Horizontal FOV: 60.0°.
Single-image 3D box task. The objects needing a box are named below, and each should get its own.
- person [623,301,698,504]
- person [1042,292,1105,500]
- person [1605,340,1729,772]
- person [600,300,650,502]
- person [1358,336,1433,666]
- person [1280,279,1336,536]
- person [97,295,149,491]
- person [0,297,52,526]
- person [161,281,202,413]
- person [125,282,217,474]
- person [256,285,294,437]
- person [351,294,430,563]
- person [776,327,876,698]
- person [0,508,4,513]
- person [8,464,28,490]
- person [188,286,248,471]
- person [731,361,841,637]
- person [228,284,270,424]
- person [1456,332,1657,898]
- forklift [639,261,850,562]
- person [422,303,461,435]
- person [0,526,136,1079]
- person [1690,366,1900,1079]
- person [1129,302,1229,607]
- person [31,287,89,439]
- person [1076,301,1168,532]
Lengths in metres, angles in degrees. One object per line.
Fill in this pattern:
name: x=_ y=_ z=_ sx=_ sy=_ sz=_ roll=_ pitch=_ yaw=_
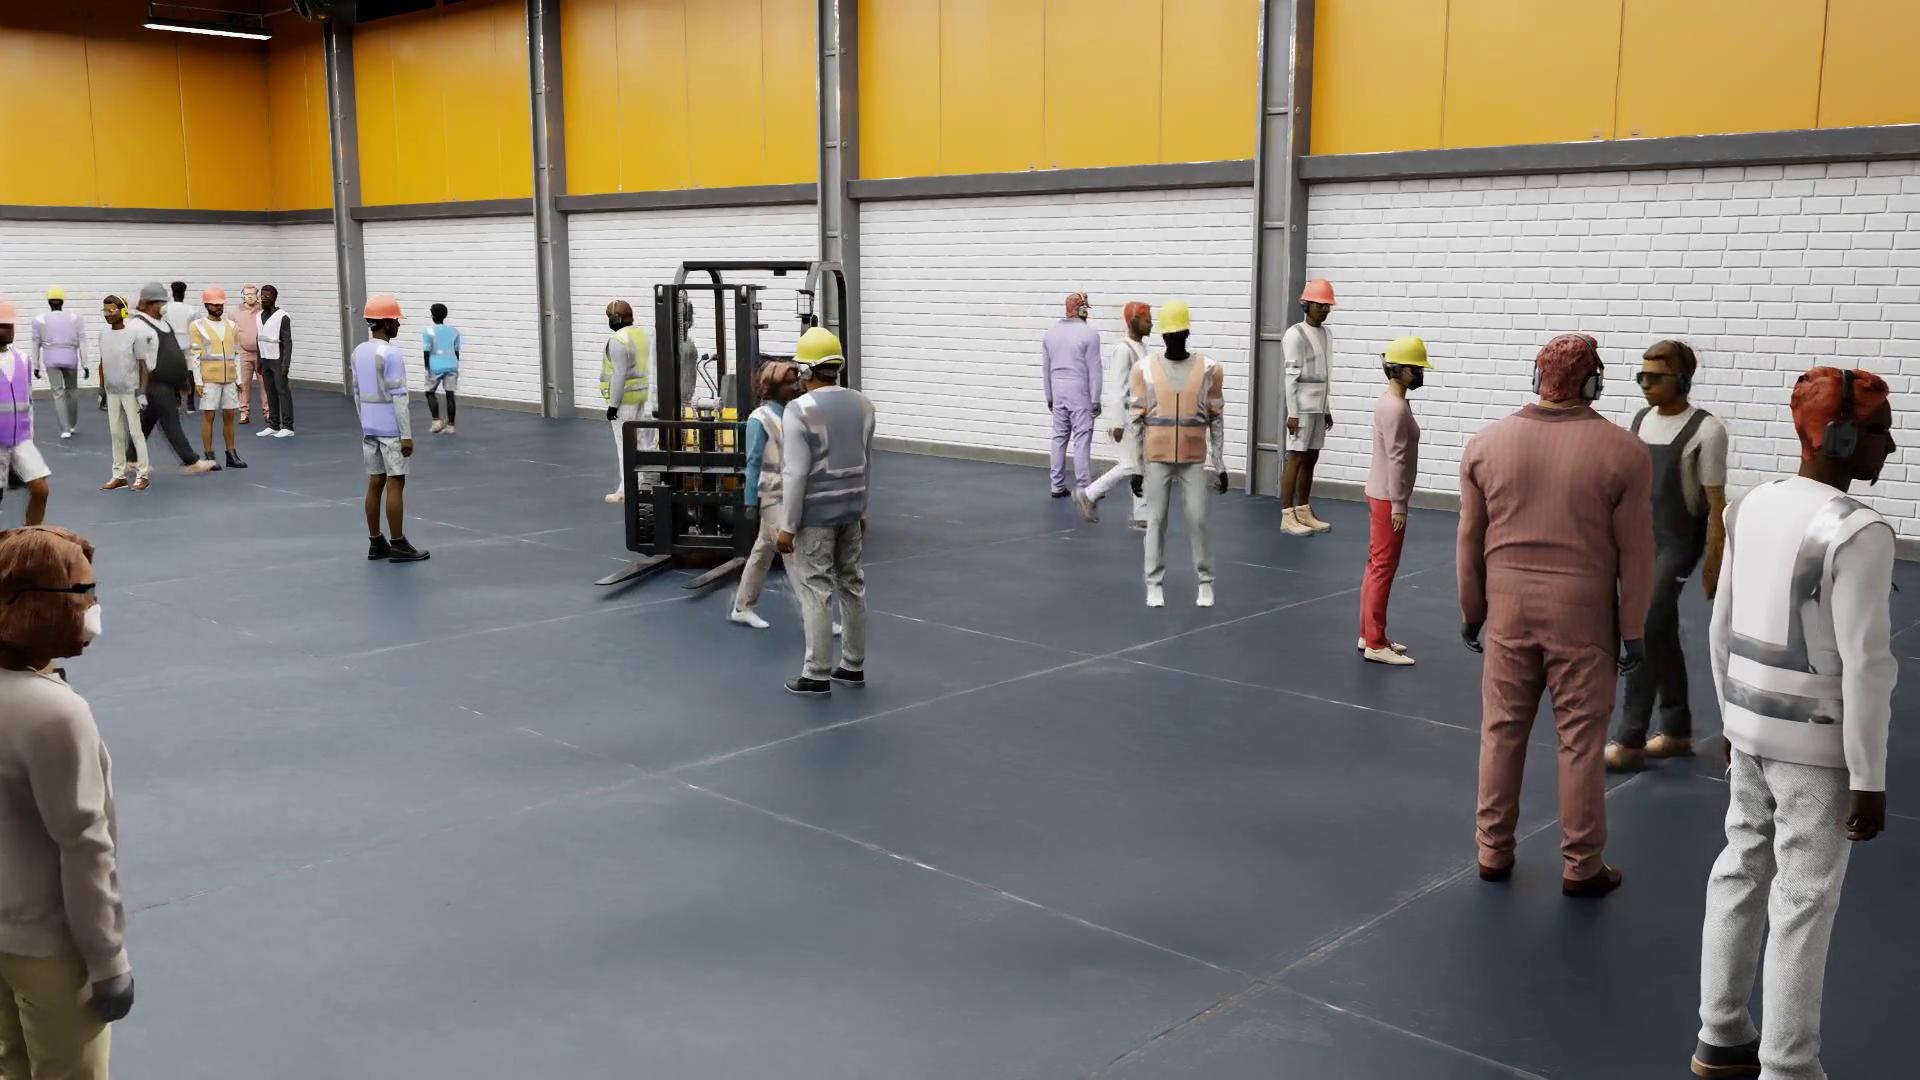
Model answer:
person: x=-2.503 y=-1.181 z=14.586 sx=0.992 sy=1.894 sz=0.624 roll=-5 pitch=11 yaw=-30
person: x=1.067 y=-1.322 z=15.329 sx=0.643 sy=1.908 sz=0.399 roll=9 pitch=13 yaw=43
person: x=2.891 y=0.068 z=7.069 sx=0.764 sy=1.815 sz=0.513 roll=-3 pitch=10 yaw=-17
person: x=-3.065 y=-1.263 z=15.187 sx=0.429 sy=1.838 sz=0.621 roll=2 pitch=9 yaw=12
person: x=2.355 y=-0.217 z=8.989 sx=0.322 sy=1.765 sz=0.533 roll=1 pitch=9 yaw=8
person: x=2.812 y=-1.055 z=13.282 sx=0.393 sy=2.040 sz=0.611 roll=8 pitch=12 yaw=41
person: x=-8.028 y=-1.403 z=15.930 sx=0.521 sy=1.874 sz=0.327 roll=1 pitch=9 yaw=9
person: x=-6.528 y=-0.691 z=11.387 sx=0.569 sy=1.921 sz=0.544 roll=5 pitch=10 yaw=26
person: x=-11.507 y=-2.850 z=24.580 sx=0.649 sy=1.942 sz=0.733 roll=-4 pitch=10 yaw=-21
person: x=-8.255 y=-1.688 z=17.159 sx=1.015 sy=2.000 sz=0.690 roll=-1 pitch=9 yaw=-6
person: x=-8.676 y=-2.261 z=21.045 sx=0.594 sy=1.921 sz=0.385 roll=5 pitch=11 yaw=30
person: x=-4.144 y=-0.803 z=12.050 sx=0.543 sy=1.939 sz=0.360 roll=7 pitch=12 yaw=37
person: x=-0.682 y=-0.134 z=8.268 sx=0.404 sy=1.835 sz=0.586 roll=8 pitch=12 yaw=41
person: x=-8.712 y=-1.043 z=14.536 sx=0.715 sy=1.606 sz=0.498 roll=2 pitch=9 yaw=10
person: x=-9.160 y=-1.388 z=15.725 sx=0.580 sy=1.912 sz=0.637 roll=0 pitch=9 yaw=2
person: x=-7.834 y=-1.706 z=17.585 sx=0.354 sy=1.939 sz=0.545 roll=7 pitch=11 yaw=36
person: x=-1.015 y=-0.236 z=9.617 sx=0.853 sy=1.588 sz=0.533 roll=4 pitch=10 yaw=23
person: x=-9.679 y=-2.541 z=22.799 sx=0.639 sy=1.910 sz=0.407 roll=-4 pitch=10 yaw=-23
person: x=2.031 y=0.251 z=5.683 sx=0.646 sy=1.907 sz=0.401 roll=7 pitch=11 yaw=36
forklift: x=-1.552 y=-1.040 z=12.721 sx=1.214 sy=2.155 sz=2.313 roll=2 pitch=9 yaw=11
person: x=-6.627 y=-2.178 z=21.232 sx=0.550 sy=1.678 sz=0.477 roll=-8 pitch=12 yaw=-42
person: x=-1.777 y=0.782 z=3.266 sx=0.500 sy=1.632 sz=0.286 roll=8 pitch=12 yaw=40
person: x=2.101 y=0.510 z=4.165 sx=0.337 sy=1.881 sz=0.585 roll=-1 pitch=9 yaw=-8
person: x=1.374 y=-0.522 z=10.453 sx=0.640 sy=1.911 sz=0.394 roll=1 pitch=9 yaw=6
person: x=-11.368 y=-2.239 z=20.995 sx=0.612 sy=1.884 sz=0.925 roll=-6 pitch=11 yaw=-33
person: x=1.336 y=-0.985 z=13.402 sx=0.666 sy=1.864 sz=0.581 roll=4 pitch=10 yaw=22
